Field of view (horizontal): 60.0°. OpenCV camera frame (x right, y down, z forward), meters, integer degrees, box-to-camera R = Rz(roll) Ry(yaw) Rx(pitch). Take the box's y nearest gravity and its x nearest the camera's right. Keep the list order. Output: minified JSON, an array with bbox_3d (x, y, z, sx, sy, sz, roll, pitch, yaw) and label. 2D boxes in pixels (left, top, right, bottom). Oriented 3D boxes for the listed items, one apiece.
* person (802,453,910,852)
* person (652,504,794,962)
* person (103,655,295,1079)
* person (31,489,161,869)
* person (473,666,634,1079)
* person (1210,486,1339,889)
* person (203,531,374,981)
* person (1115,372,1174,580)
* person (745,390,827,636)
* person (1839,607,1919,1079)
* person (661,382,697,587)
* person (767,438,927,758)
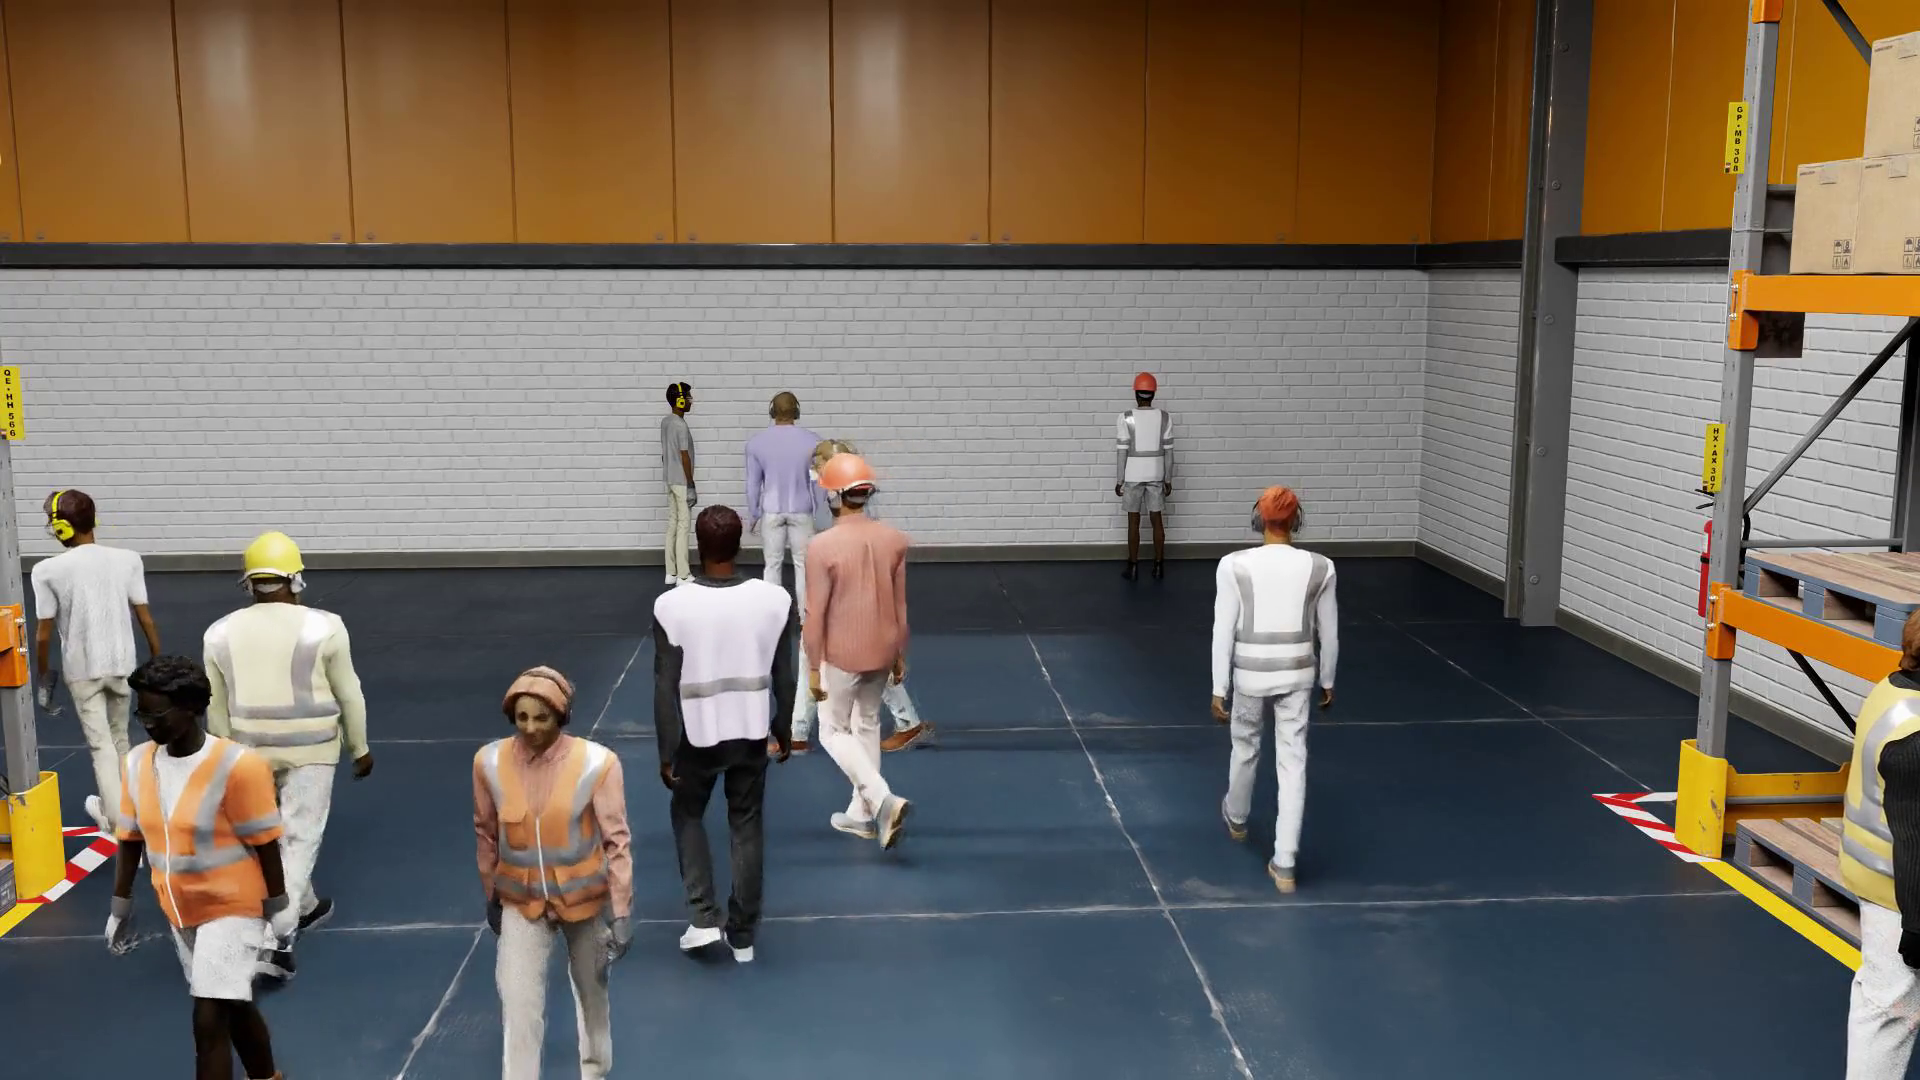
[{"bbox_3d":[-0.462,0.567,8.146,0.624,1.976,0.703,-7,12,-39],"label":"person"},{"bbox_3d":[-0.965,0.801,6.858,0.608,1.902,0.466,-3,10,-20],"label":"person"},{"bbox_3d":[-2.424,1.181,5.180,0.551,1.660,0.753,4,10,23],"label":"person"},{"bbox_3d":[-4.193,0.647,8.103,0.544,1.811,0.928,-9,13,-44],"label":"person"},{"bbox_3d":[-1.300,1.193,5.313,0.540,1.590,0.844,0,9,2],"label":"person"},{"bbox_3d":[1.495,0.653,7.982,0.614,1.835,0.971,0,9,2],"label":"person"},{"bbox_3d":[-2.776,0.865,6.814,0.593,1.797,0.895,1,9,5],"label":"person"},{"bbox_3d":[1.710,-0.596,15.527,0.551,1.934,0.372,-1,9,-9],"label":"person"},{"bbox_3d":[-1.352,-0.200,13.033,0.633,1.938,0.358,0,9,0],"label":"person"},{"bbox_3d":[3.001,1.099,5.229,0.430,1.836,0.619,4,10,24],"label":"person"},{"bbox_3d":[-2.531,-0.500,15.134,0.328,1.872,0.513,-6,11,-34],"label":"person"},{"bbox_3d":[-0.664,0.348,9.757,1.001,1.900,0.642,-3,10,-18],"label":"person"}]
